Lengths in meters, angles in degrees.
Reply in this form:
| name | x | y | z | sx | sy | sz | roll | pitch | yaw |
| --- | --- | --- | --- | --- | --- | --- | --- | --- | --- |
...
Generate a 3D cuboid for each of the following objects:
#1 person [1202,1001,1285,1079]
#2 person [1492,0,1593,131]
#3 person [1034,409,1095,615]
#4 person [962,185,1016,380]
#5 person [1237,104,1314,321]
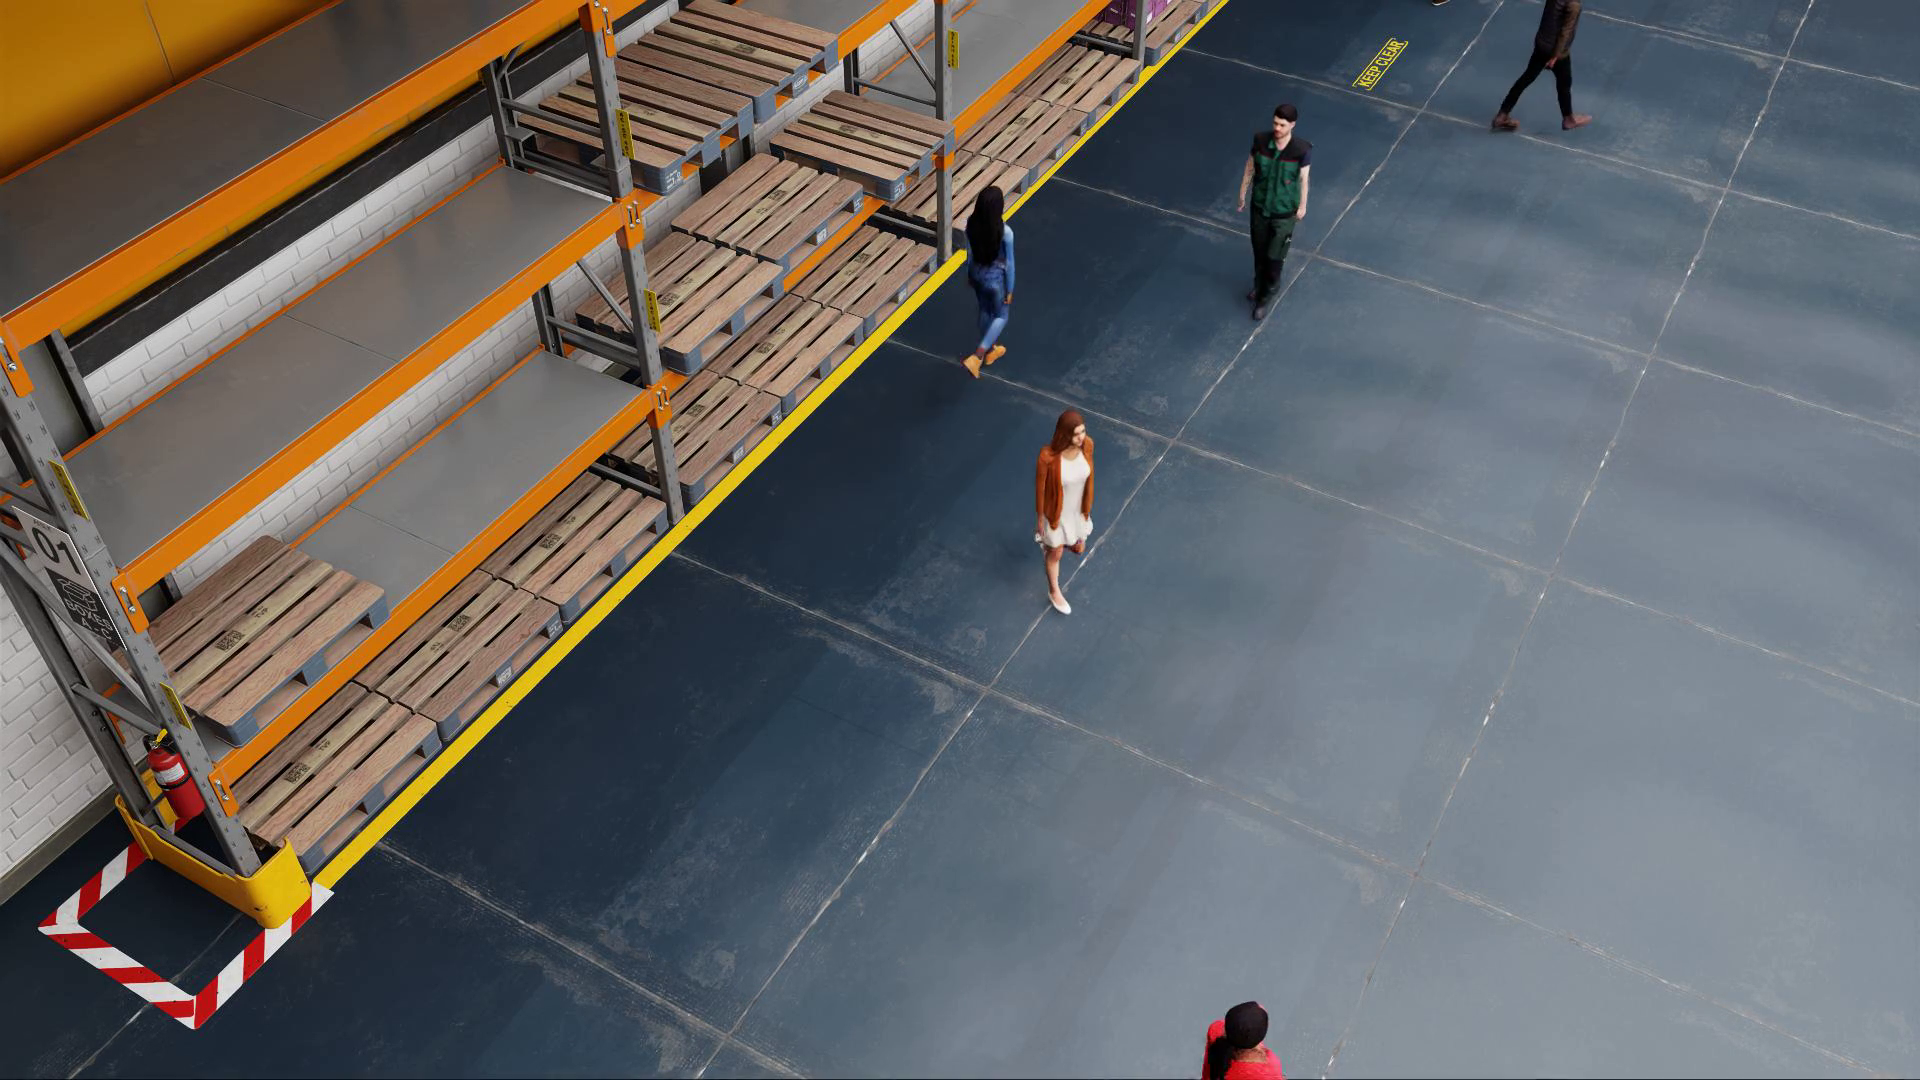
| name | x | y | z | sx | sy | sz | roll | pitch | yaw |
| --- | --- | --- | --- | --- | --- | --- | --- | --- | --- |
| person | 1.266 | 2.830 | 8.059 | 1.070 | 1.763 | 0.883 | -25 | 49 | -24 |
| person | 5.600 | -4.725 | 15.975 | 1.202 | 1.784 | 1.233 | -4 | 44 | -4 |
| person | 0.652 | -0.262 | 11.343 | 0.853 | 1.711 | 0.874 | -21 | 48 | -21 |
| person | 0.184 | -2.003 | 13.183 | 0.624 | 1.694 | 0.921 | 24 | 48 | 23 |
| person | 2.657 | -2.823 | 13.907 | 0.695 | 1.881 | 0.805 | 22 | 48 | 21 |
